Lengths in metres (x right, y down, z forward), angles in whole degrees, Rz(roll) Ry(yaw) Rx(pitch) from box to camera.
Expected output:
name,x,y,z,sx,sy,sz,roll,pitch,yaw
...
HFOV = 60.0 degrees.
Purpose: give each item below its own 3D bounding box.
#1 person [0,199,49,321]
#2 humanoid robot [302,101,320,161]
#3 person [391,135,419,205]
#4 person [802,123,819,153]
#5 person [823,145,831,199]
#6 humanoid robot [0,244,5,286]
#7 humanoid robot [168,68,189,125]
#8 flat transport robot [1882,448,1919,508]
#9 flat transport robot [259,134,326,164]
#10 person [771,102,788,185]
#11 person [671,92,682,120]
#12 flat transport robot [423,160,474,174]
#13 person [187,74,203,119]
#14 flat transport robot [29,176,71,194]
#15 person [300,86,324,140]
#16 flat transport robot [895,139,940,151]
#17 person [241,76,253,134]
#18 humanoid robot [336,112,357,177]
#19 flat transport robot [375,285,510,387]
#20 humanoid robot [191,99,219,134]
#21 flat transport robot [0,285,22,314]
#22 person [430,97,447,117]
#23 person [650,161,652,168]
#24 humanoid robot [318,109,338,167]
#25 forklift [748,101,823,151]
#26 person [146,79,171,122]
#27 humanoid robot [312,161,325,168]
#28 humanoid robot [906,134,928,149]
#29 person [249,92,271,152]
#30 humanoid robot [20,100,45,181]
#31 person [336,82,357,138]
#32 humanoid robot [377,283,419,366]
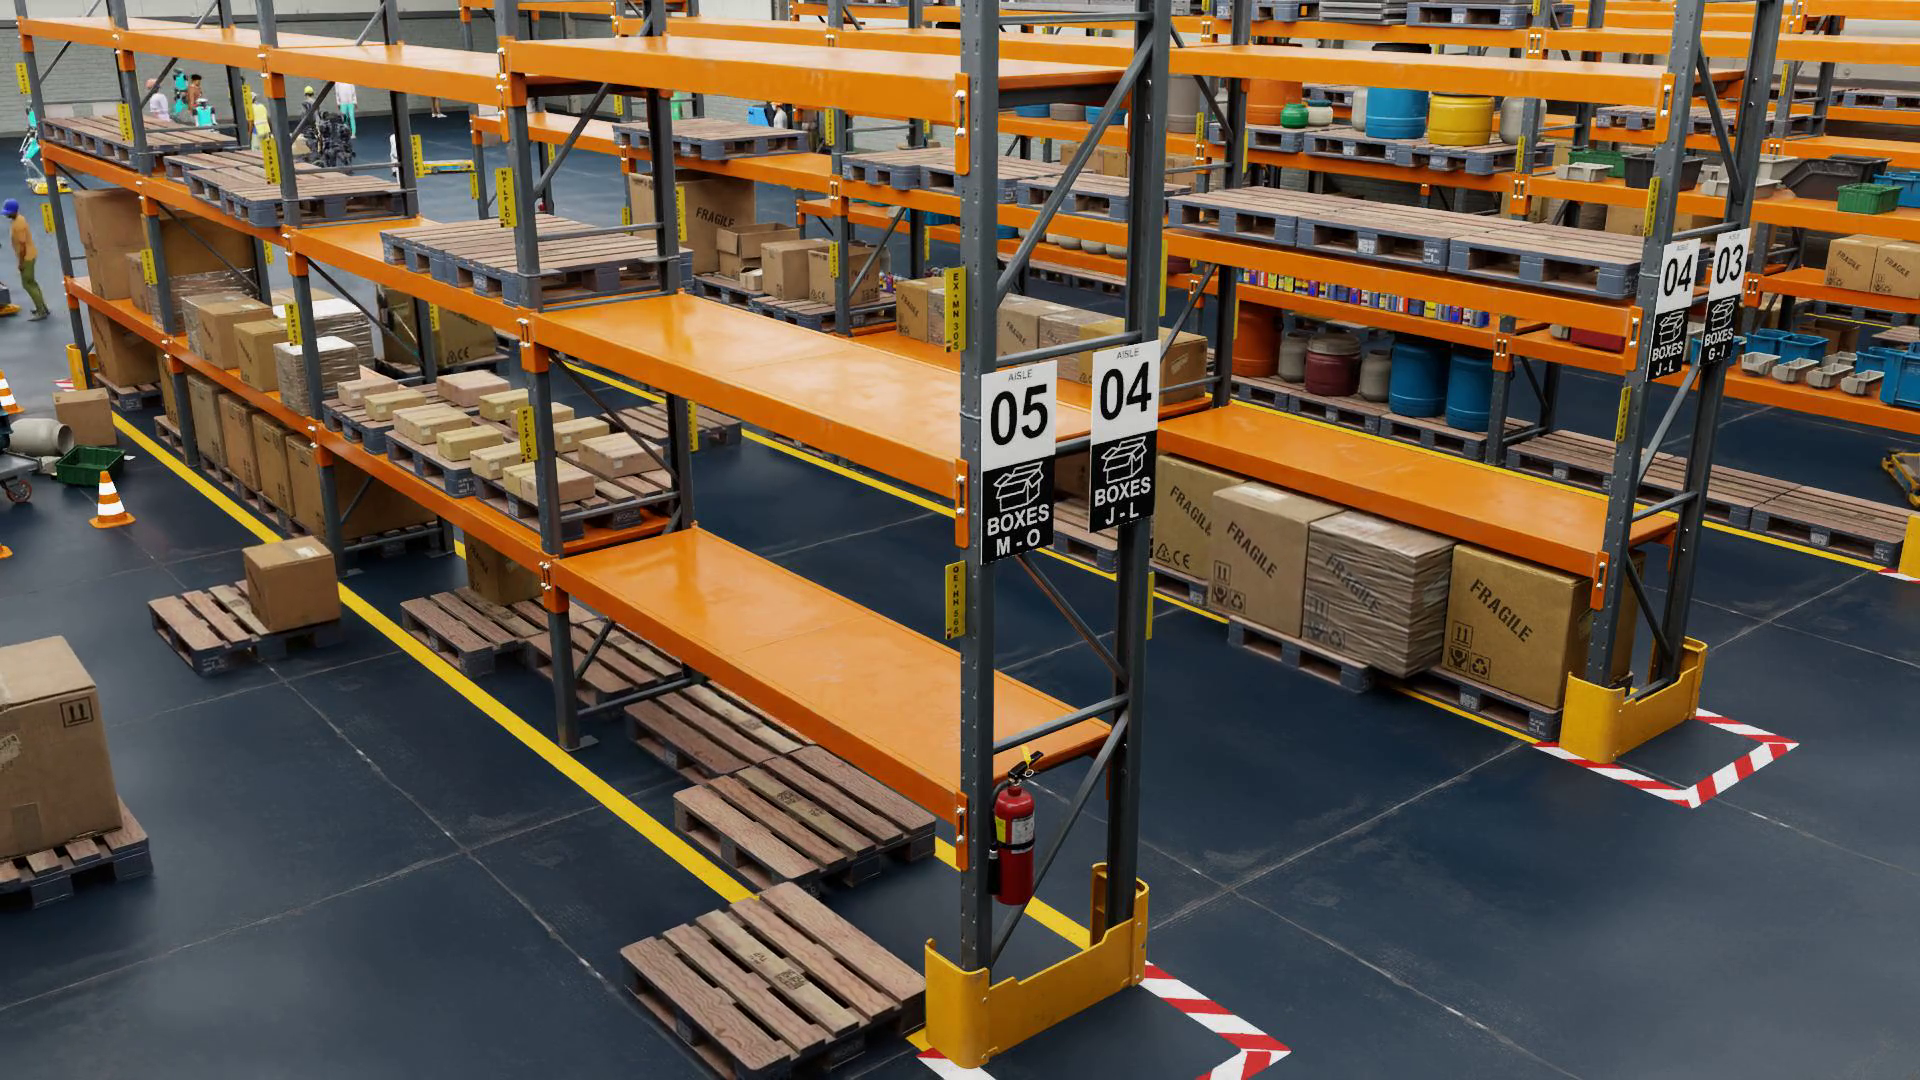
name,x,y,z,sx,sy,sz,roll,pitch,yaw
person,-12.801,-3.834,22.720,0.403,1.671,0.634,-11,22,-28
humanoid robot,-14.674,-9.136,37.812,0.421,1.654,0.589,1,19,1
person,-10.493,-6.996,31.415,0.573,1.882,0.361,9,21,23
person,-3.294,-8.369,35.555,0.583,1.729,0.783,-4,20,-11
person,-2.409,-7.449,32.977,0.900,1.700,0.506,2,19,6
humanoid robot,-14.398,-4.442,24.470,0.389,1.643,0.594,9,21,23
humanoid robot,-22.090,-12.428,46.890,0.533,1.677,0.735,10,22,26
flat transport robot,9.124,-0.550,15.502,0.659,0.231,1.431,6,20,15
flat transport robot,-15.569,-8.735,38.796,0.659,0.231,1.431,7,20,18
person,-3.911,-8.703,36.278,0.406,1.887,0.585,1,19,2
person,-7.040,-10.298,40.719,0.494,1.949,0.838,-7,20,-18
flat transport robot,-11.868,-8.657,38.574,1.431,0.231,0.659,-7,21,-19
person,-20.160,-11.367,43.915,0.516,1.832,0.881,-2,19,-7
flat transport robot,-19.418,-7.559,35.449,0.659,0.231,1.431,-12,23,-31
person,-15.806,-10.174,40.632,0.523,1.769,0.312,-16,25,-38
flat transport robot,-0.943,-7.844,36.259,0.659,0.231,1.431,-8,21,-21
person,-19.518,-11.828,45.502,0.856,1.649,0.543,13,23,32
humanoid robot,-12.946,-8.225,35.231,0.510,1.648,0.608,0,19,1
flat transport robot,-5.915,-1.795,19.043,0.659,0.231,1.431,-15,24,-37
humanoid robot,-16.737,-8.978,37.328,0.851,1.782,0.534,14,24,35
flat transport robot,-13.860,-3.180,22.986,0.659,0.231,1.431,18,26,41
person,-16.277,-14.054,51.513,0.496,1.877,0.399,14,24,34
person,-5.036,-6.000,28.477,0.383,1.957,0.601,8,21,22
humanoid robot,-13.587,-8.429,35.779,0.599,1.657,0.315,18,26,42
forklift,-4.526,-11.368,42.374,1.129,2.768,1.873,-15,24,-37
person,-19.009,-9.889,39.436,0.639,2.020,0.616,-1,19,-2
humanoid robot,-10.373,-5.365,27.129,0.603,1.622,0.760,9,21,24
humanoid robot,-0.582,-6.995,31.709,0.895,1.831,0.557,-17,25,-40
person,-15.862,-9.197,37.713,0.449,1.880,0.544,8,21,22
humanoid robot,-20.582,-8.804,36.765,0.564,1.780,0.776,9,21,25
person,-16.771,-11.946,45.481,0.511,1.897,0.431,-5,20,-13
humanoid robot,-6.120,-2.409,18.592,0.674,1.810,0.543,16,25,38
